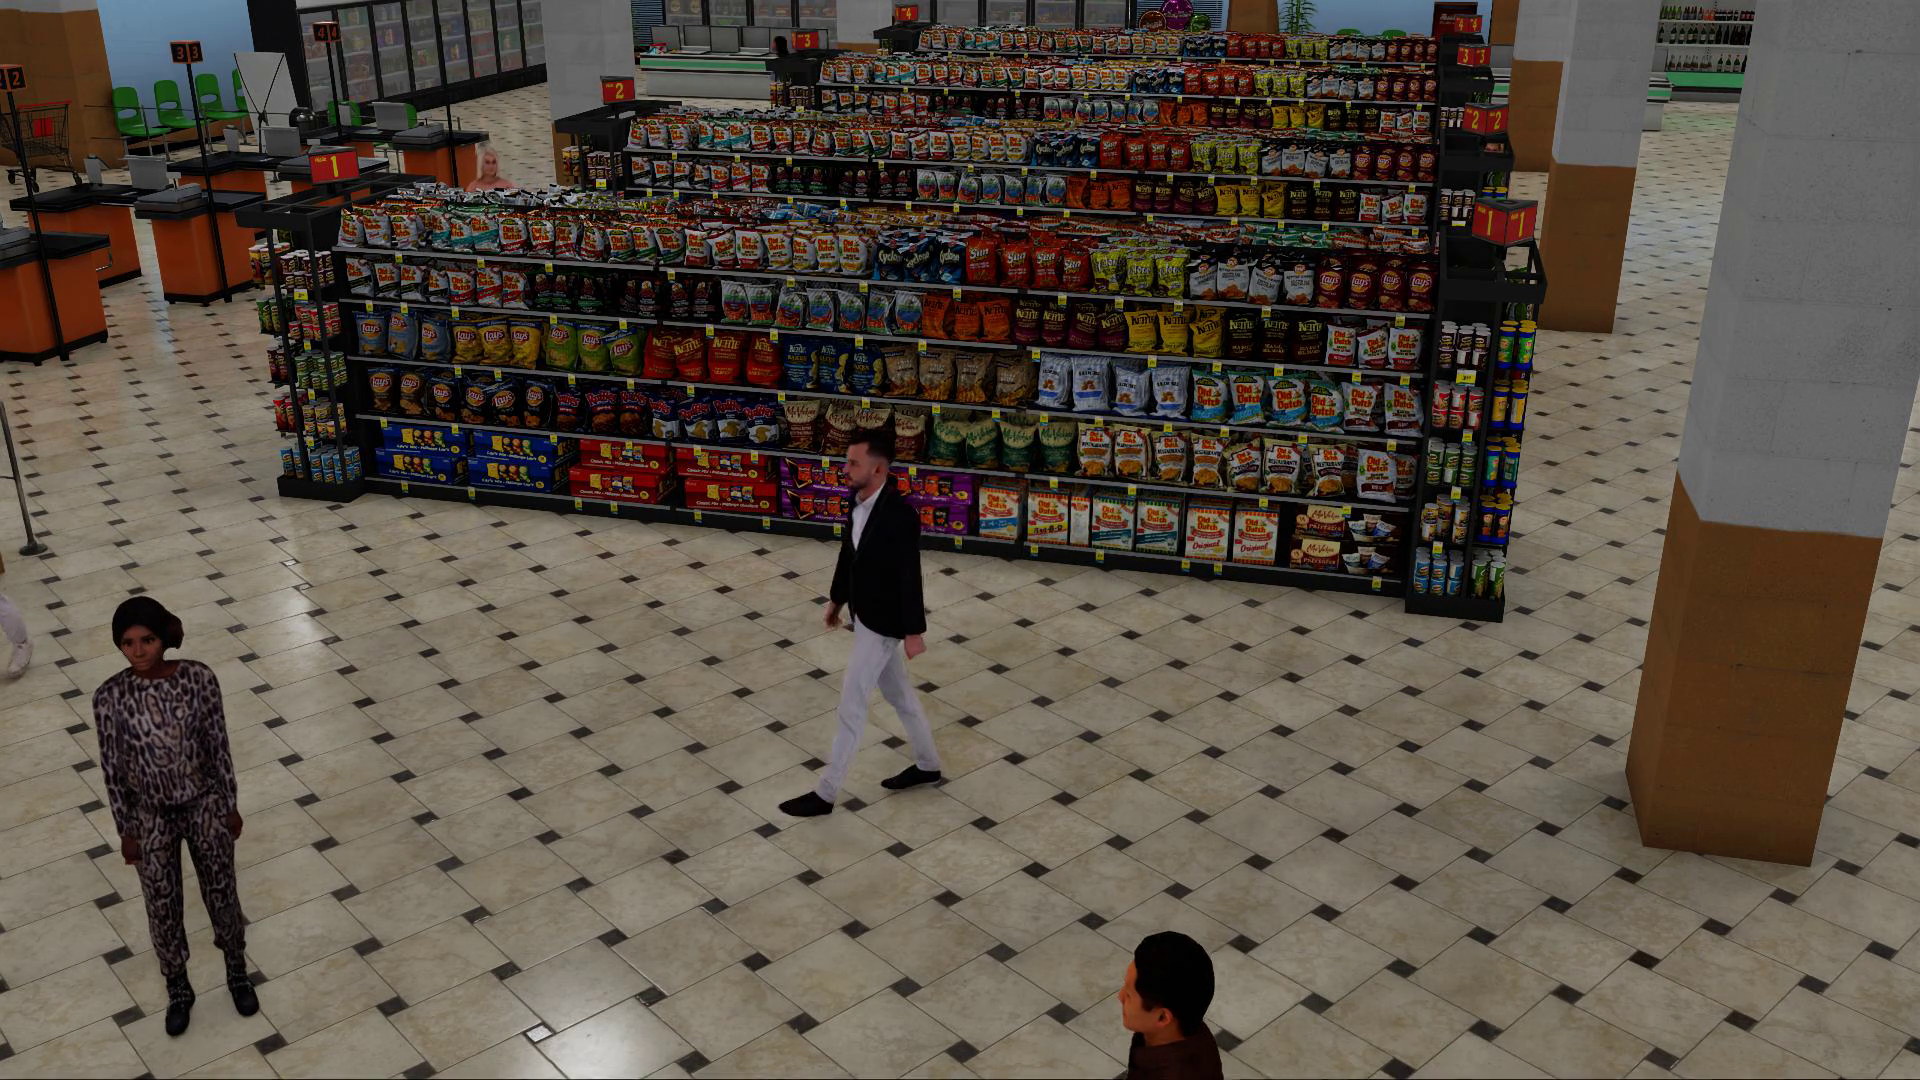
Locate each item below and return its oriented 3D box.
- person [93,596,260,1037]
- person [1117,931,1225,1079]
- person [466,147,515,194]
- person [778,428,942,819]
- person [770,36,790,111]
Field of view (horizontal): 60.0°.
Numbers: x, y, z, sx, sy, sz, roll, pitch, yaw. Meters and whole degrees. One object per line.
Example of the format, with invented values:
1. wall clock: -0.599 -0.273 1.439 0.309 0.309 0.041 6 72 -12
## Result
1. person: -2.851 1.001 6.078 0.665 1.713 0.737 -10 24 -22
2. person: 0.590 1.786 4.098 1.147 1.733 0.706 4 22 11
3. person: -4.359 -2.815 15.589 1.000 1.703 0.996 -7 23 -17
4. person: -0.270 0.367 7.534 1.187 1.805 1.084 -9 24 -22
5. person: -2.681 -6.867 25.646 0.900 1.724 0.762 -2 22 -4
